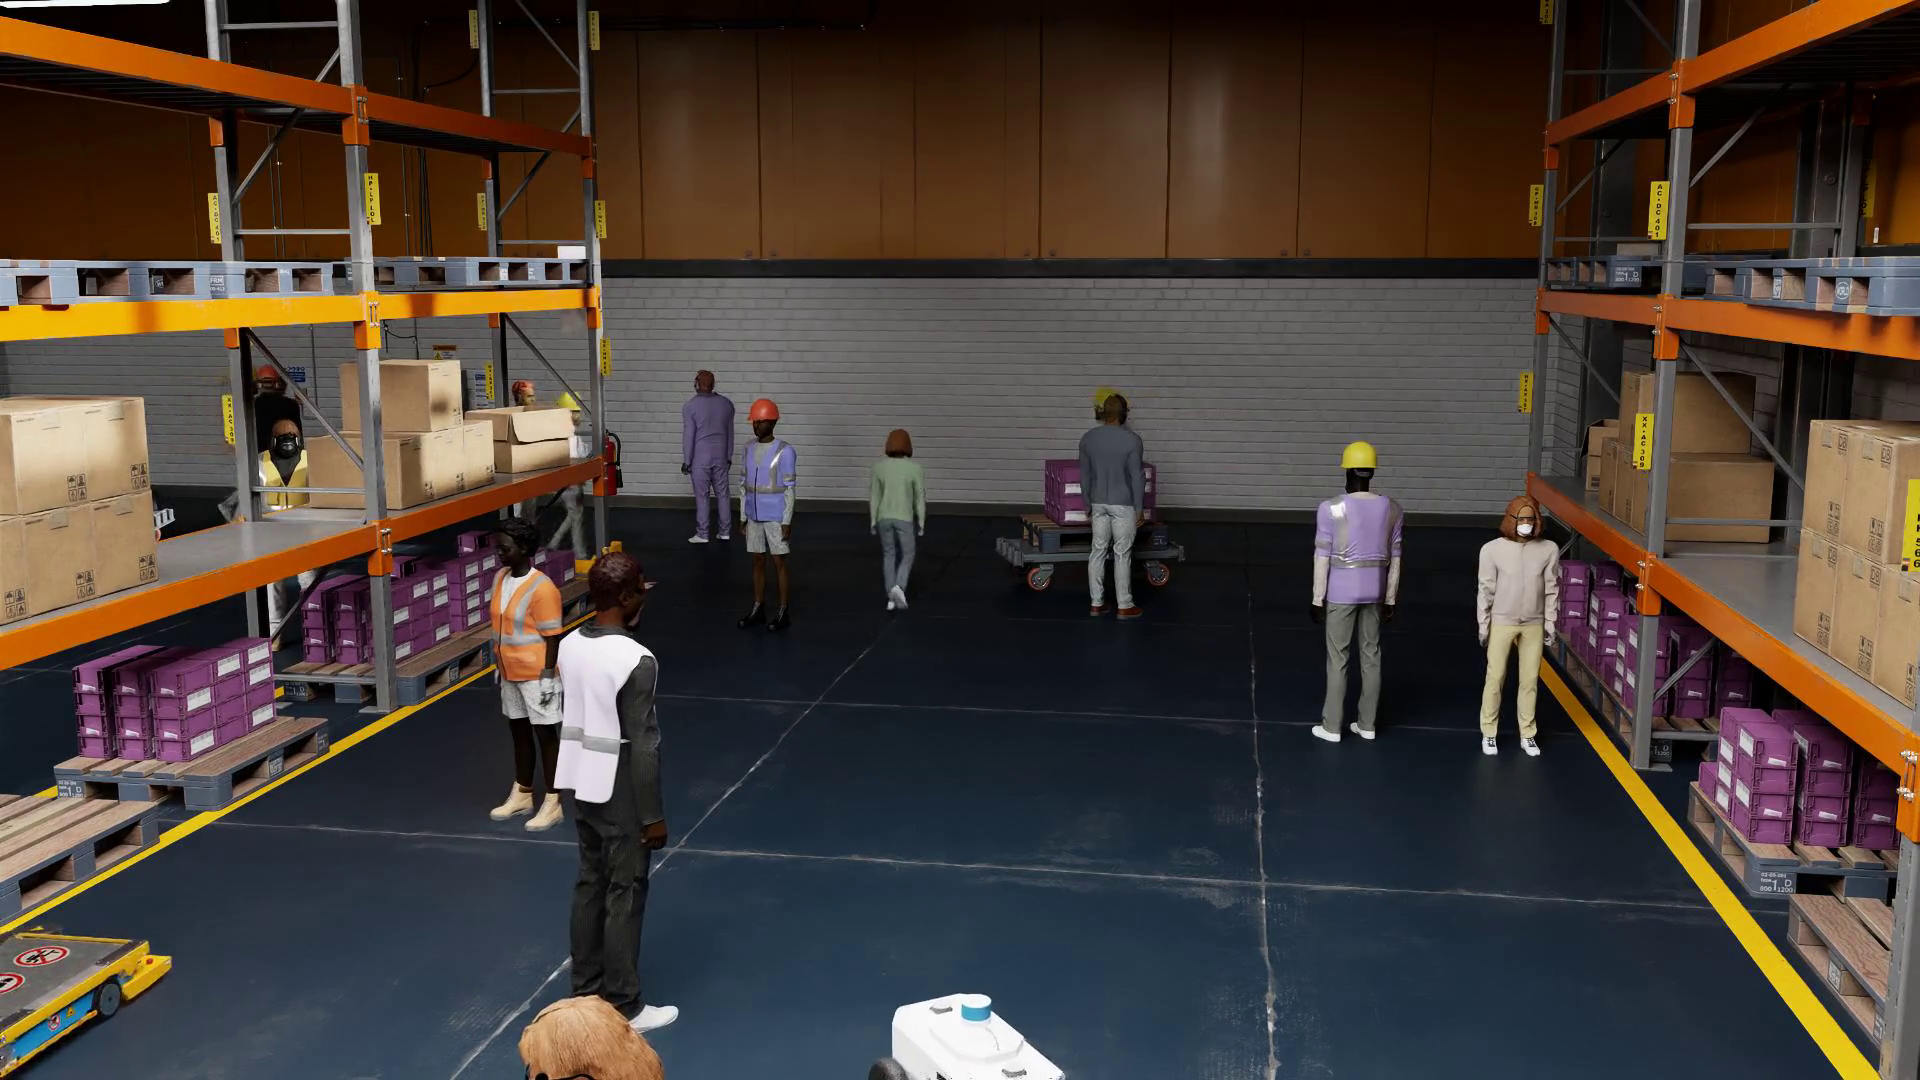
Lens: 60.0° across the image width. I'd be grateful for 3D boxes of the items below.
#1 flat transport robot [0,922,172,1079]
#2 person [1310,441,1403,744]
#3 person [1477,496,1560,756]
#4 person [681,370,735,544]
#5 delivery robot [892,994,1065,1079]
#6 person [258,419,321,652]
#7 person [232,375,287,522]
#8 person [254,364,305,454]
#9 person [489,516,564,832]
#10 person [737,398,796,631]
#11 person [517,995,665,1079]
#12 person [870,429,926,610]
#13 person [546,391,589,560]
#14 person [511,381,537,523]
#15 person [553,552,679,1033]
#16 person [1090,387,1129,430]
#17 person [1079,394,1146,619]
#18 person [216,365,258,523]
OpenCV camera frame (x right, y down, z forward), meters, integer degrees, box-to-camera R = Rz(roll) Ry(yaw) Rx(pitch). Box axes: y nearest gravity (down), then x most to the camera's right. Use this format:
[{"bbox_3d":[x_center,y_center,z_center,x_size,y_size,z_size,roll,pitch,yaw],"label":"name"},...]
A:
[{"bbox_3d":[-3.762,1.834,6.382,0.652,0.197,1.431,1,9,9],"label":"flat transport robot"},{"bbox_3d":[2.506,0.336,10.565,0.588,1.922,0.390,-2,10,-14],"label":"person"},{"bbox_3d":[3.430,0.531,10.255,0.493,1.625,0.282,0,9,-2],"label":"person"},{"bbox_3d":[-2.781,-0.909,18.270,0.636,1.909,0.404,-7,12,-39],"label":"person"},{"bbox_3d":[0.055,1.774,5.590,0.477,0.478,0.707,-5,10,-27],"label":"delivery robot"},{"bbox_3d":[-5.281,-0.037,13.122,0.626,1.837,0.428,-4,10,-21],"label":"person"},{"bbox_3d":[-7.642,-0.900,18.309,0.662,1.902,1.003,5,11,30],"label":"person"},{"bbox_3d":[-7.381,-0.890,17.884,0.622,1.990,0.402,-4,10,-25],"label":"person"},{"bbox_3d":[-2.327,0.709,8.929,0.535,1.697,0.321,8,12,41],"label":"person"},{"bbox_3d":[-1.621,-0.212,13.863,0.545,1.942,0.350,5,11,30],"label":"person"},{"bbox_3d":[-0.693,1.669,3.242,0.298,1.622,0.506,-2,10,-15],"label":"person"},{"bbox_3d":[-0.568,-0.160,14.569,0.510,1.610,0.544,2,9,12],"label":"person"},{"bbox_3d":[-3.847,-0.568,16.460,0.499,1.812,0.613,-4,10,-23],"label":"person"},{"bbox_3d":[-4.468,-0.688,17.001,0.348,1.879,0.578,3,10,19],"label":"person"},{"bbox_3d":[-1.373,0.996,6.528,0.392,1.911,0.582,-8,12,-40],"label":"person"},{"bbox_3d":[1.573,-0.665,17.057,0.644,1.807,0.603,6,11,32],"label":"person"},{"bbox_3d":[1.321,-0.288,14.337,0.627,1.941,0.370,7,11,35],"label":"person"},{"bbox_3d":[-8.258,-1.061,19.177,0.539,1.912,0.610,-3,10,-20],"label":"person"}]
